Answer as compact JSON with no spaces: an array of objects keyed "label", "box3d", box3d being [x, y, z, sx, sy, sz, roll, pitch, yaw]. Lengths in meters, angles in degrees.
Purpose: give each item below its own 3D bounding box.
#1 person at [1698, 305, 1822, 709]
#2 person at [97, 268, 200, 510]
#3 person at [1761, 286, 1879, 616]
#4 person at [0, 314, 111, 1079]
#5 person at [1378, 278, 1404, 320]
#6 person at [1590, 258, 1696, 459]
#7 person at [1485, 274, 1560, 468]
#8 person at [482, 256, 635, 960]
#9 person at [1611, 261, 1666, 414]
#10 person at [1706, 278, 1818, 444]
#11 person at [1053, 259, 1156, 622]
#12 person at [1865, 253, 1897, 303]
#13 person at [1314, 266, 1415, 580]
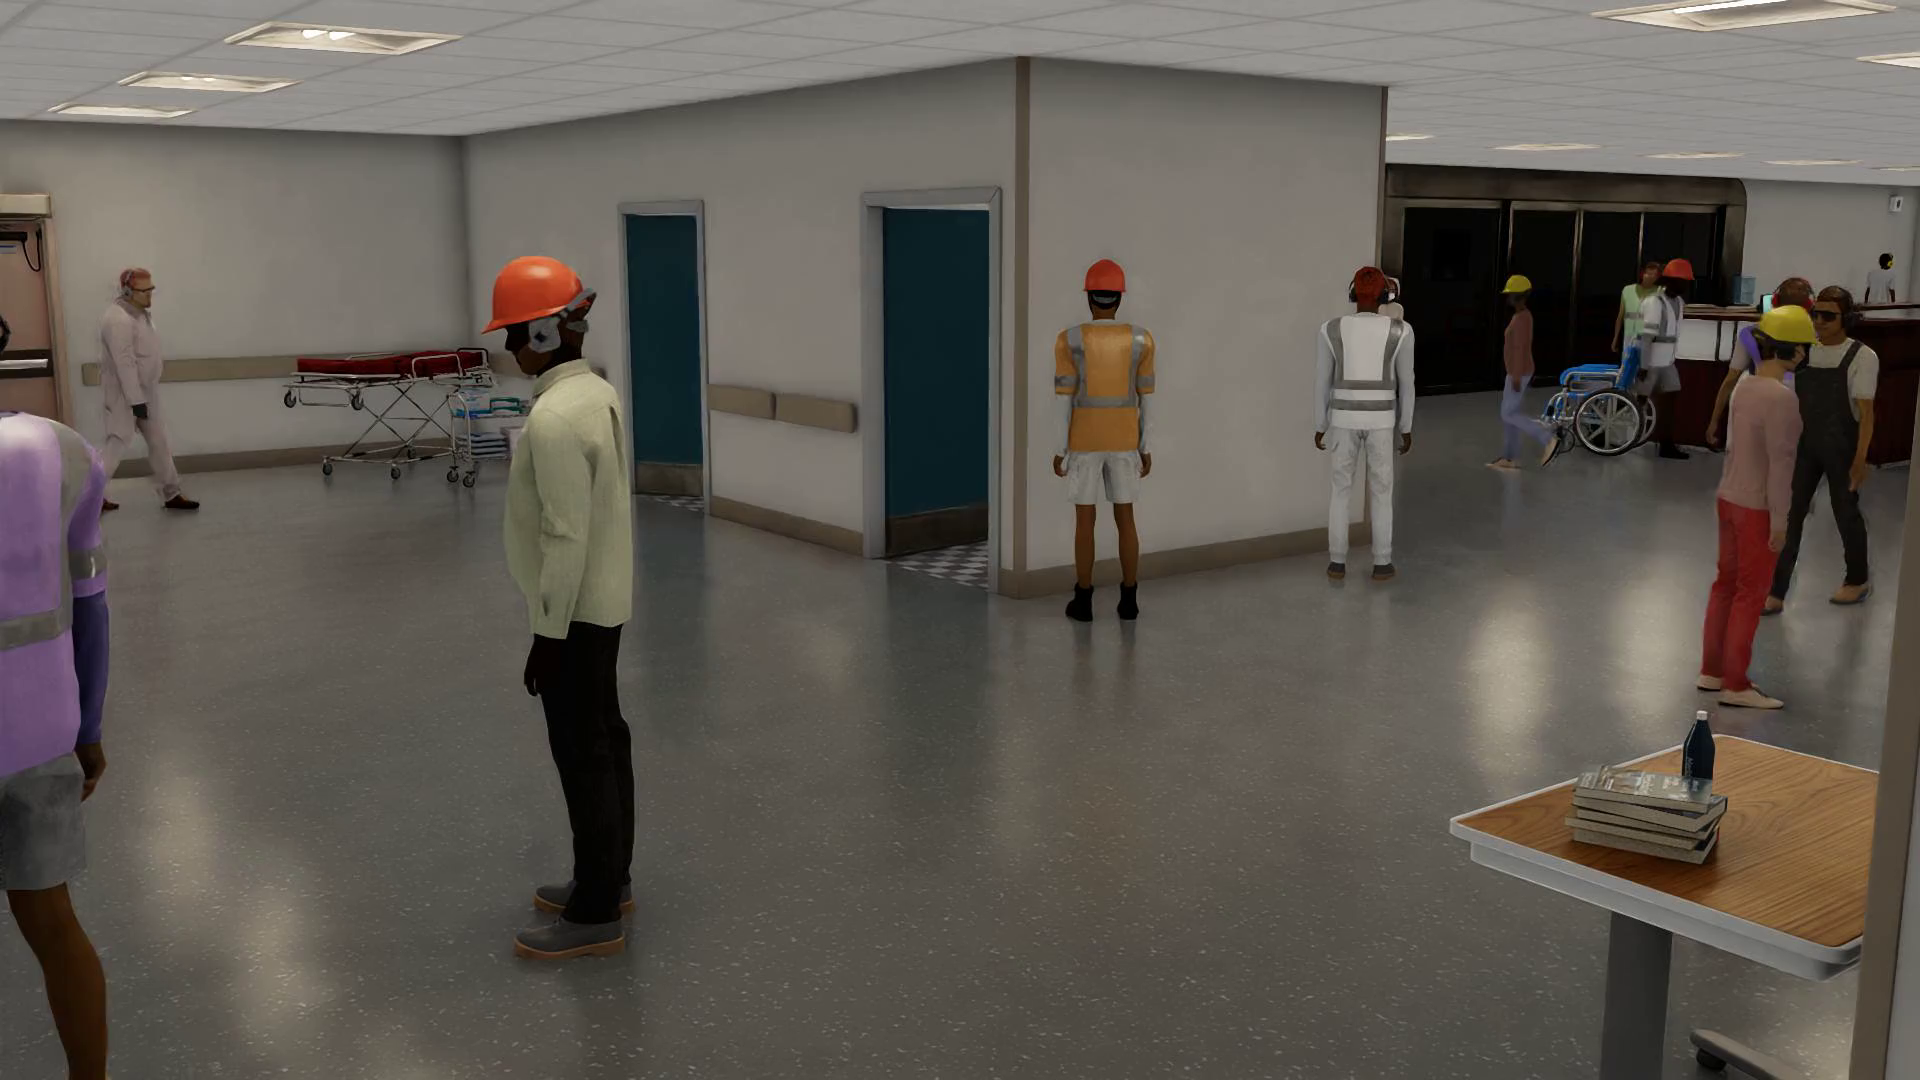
[{"label":"person","box3d":[3.520,-0.140,7.282,0.371,1.754,0.525,1,10,4]},{"label":"person","box3d":[-6.266,-1.118,12.523,0.839,1.848,0.664,0,10,-1]},{"label":"person","box3d":[4.774,-0.489,9.127,0.971,1.799,0.523,-7,12,-33]},{"label":"person","box3d":[-2.045,0.410,3.435,0.409,2.029,0.614,4,11,21]},{"label":"person","box3d":[4.844,-2.171,19.020,0.508,1.627,0.291,-3,11,-16]},{"label":"person","box3d":[6.514,-1.724,15.801,0.559,1.900,0.881,-7,12,-36]},{"label":"person","box3d":[5.037,-1.479,14.809,0.549,1.755,0.529,4,11,23]},{"label":"person","box3d":[-1.123,0.196,4.740,0.393,1.985,0.611,0,10,-1]},{"label":"person","box3d":[8.068,-2.380,19.657,0.606,1.813,0.715,9,13,40]},{"label":"person","box3d":[5.113,-0.744,10.507,0.722,1.794,0.869,3,11,16]},{"label":"person","box3d":[0.763,-0.529,8.935,0.551,1.934,0.373,-1,10,-7]},{"label":"person","box3d":[15.583,-3.925,28.194,0.332,1.861,0.521,-7,12,-34]},{"label":"person","box3d":[2.428,-0.695,10.012,0.584,1.882,0.337,3,11,17]}]
